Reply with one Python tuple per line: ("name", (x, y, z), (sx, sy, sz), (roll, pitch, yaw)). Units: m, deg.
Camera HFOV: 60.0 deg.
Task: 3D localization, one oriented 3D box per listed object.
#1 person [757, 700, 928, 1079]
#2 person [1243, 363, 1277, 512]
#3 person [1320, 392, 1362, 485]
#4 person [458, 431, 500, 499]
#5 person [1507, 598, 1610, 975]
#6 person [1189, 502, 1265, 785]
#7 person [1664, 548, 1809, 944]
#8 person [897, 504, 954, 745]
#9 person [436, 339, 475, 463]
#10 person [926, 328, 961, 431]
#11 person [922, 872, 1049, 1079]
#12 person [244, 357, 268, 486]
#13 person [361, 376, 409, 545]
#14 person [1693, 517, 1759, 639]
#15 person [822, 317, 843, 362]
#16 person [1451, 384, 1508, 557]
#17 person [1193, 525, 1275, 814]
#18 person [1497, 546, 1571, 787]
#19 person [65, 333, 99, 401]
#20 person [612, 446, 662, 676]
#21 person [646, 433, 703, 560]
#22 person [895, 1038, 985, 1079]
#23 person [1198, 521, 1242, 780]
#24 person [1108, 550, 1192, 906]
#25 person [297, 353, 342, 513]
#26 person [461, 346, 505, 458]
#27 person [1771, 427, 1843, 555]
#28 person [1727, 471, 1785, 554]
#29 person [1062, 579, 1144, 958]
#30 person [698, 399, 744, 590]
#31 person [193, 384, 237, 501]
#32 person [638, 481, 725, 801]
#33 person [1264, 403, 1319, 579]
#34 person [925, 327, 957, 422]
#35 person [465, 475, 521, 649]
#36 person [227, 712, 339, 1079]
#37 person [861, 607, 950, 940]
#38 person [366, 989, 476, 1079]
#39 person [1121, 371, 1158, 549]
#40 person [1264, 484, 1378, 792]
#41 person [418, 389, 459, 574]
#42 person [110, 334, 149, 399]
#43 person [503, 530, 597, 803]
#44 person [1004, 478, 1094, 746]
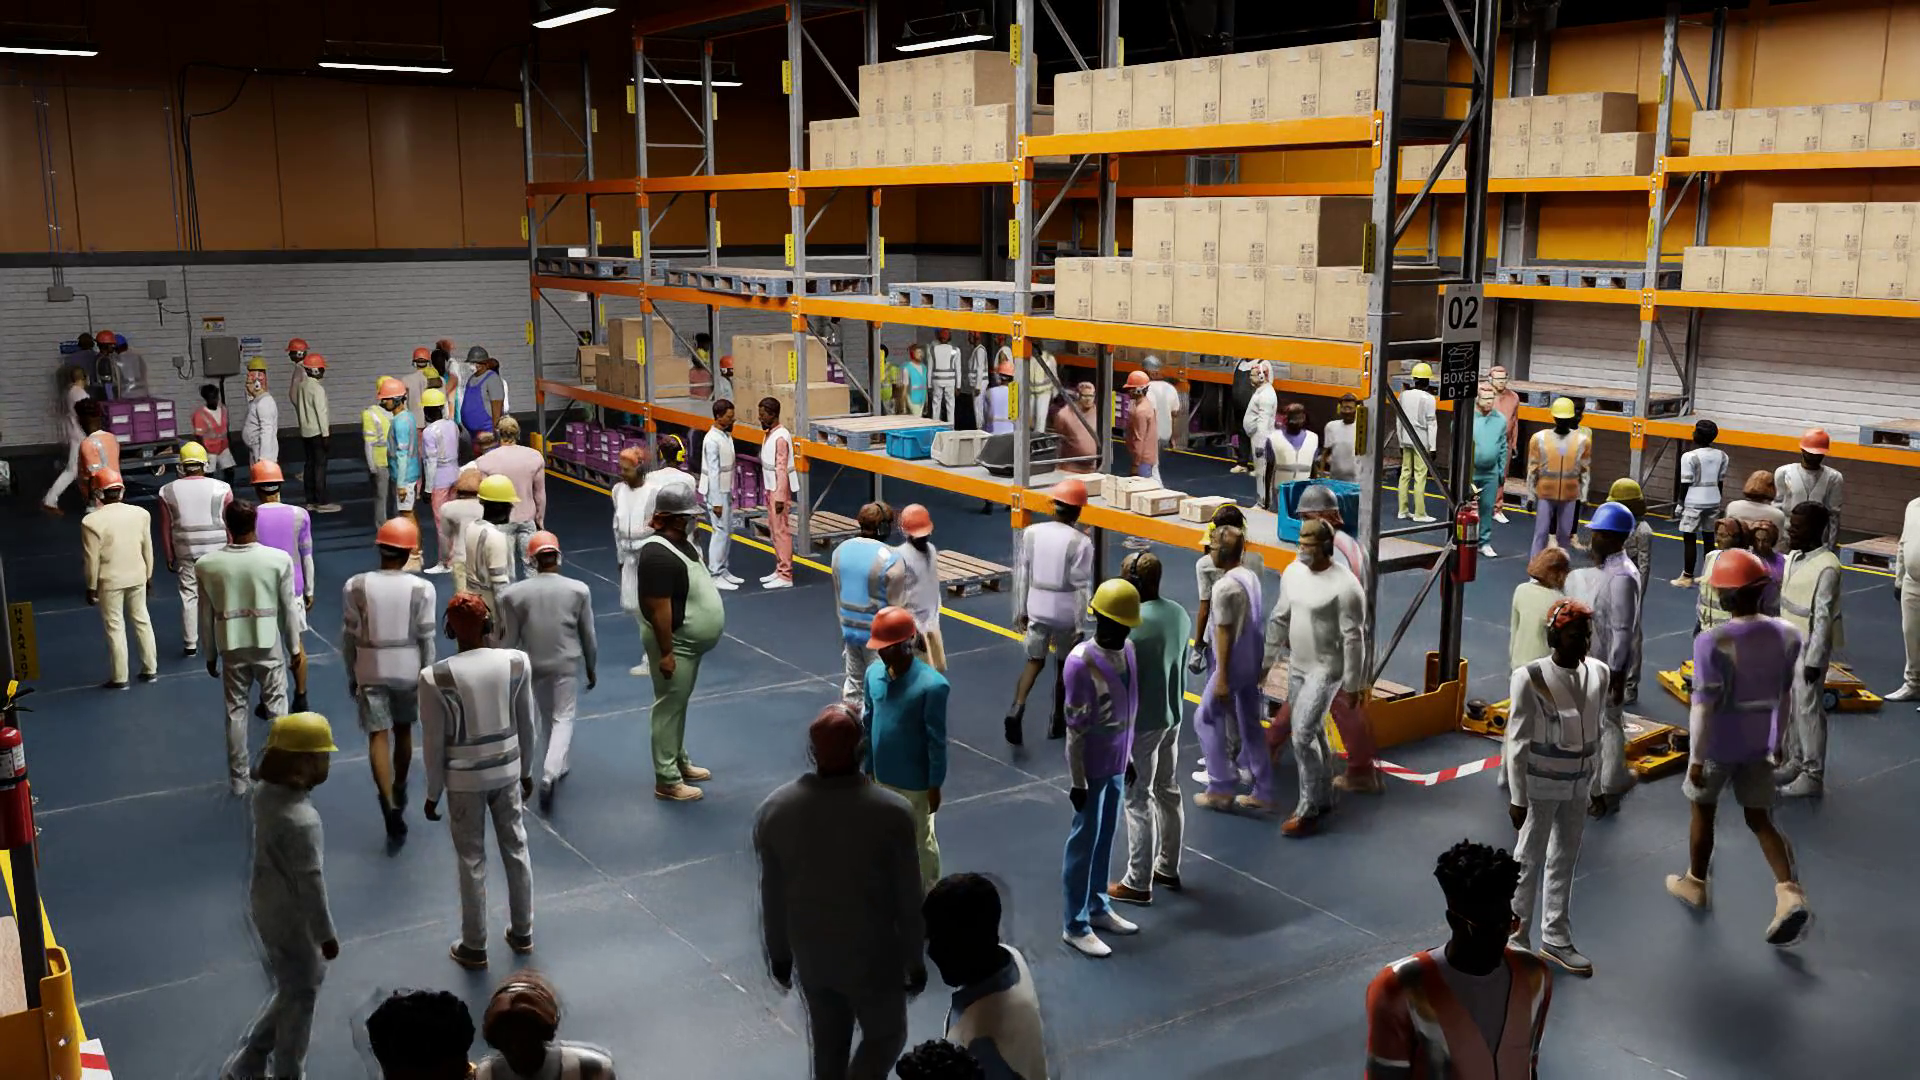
("person", (-0.454, 1.552, 6.303), (0.655, 1.887, 0.620), (4, 12, 21))
("person", (3.687, -1.227, 20.501), (0.399, 1.900, 0.644), (2, 11, 8))
("person", (4.072, -0.628, 17.513), (0.556, 1.872, 0.336), (5, 12, 26))
("person", (-4.320, -0.128, 15.181), (0.594, 1.793, 0.895), (-8, 14, -36))
("person", (2.896, 1.210, 8.064), (0.575, 1.883, 0.355), (-5, 12, -24))
("person", (1.725, 0.686, 10.792), (0.518, 1.865, 0.323), (-4, 12, -22))
("person", (4.038, 1.046, 8.568), (0.623, 2.018, 0.910), (-2, 11, -10))
("person", (-0.241, 0.583, 11.670), (0.415, 1.724, 0.596), (5, 12, 25))
("person", (-7.563, -2.079, 24.934), (0.590, 1.868, 0.582), (-6, 13, -30))
("person", (-0.266, -2.545, 27.295), (0.578, 1.881, 0.339), (1, 11, 5))
("person", (0.074, 1.846, 4.786), (0.482, 1.888, 0.610), (-1, 11, -3))
("person", (-9.627, -1.628, 22.888), (0.317, 1.769, 0.523), (0, 11, 2))
("person", (-6.396, -0.884, 18.671), (0.382, 1.924, 0.591), (9, 14, 38))
("person", (5.311, 0.647, 11.568), (0.311, 1.642, 0.513), (-3, 12, -17))
("person", (-2.474, -3.639, 32.706), (0.377, 1.958, 0.599), (6, 13, 29))
("person", (5.626, -0.740, 18.021), (0.642, 1.898, 0.398), (-2, 11, -10))
("person", (1.710, 0.813, 10.321), (0.619, 1.805, 0.525), (9, 14, 38))
("person", (3.705, 0.837, 10.655), (0.318, 1.623, 0.509), (-4, 12, -20))
("person", (-13.184, -2.177, 25.254), (0.627, 1.940, 0.370), (-2, 11, -9))
("person", (-2.542, 0.146, 13.552), (0.608, 1.866, 0.545), (6, 13, 28))
("person", (-2.418, 0.025, 14.162), (0.515, 1.873, 0.329), (4, 12, 21))
("person", (-0.036, 2.057, 4.207), (0.316, 1.695, 0.540), (-10, 15, -43))
("person", (1.726, 0.720, 10.970), (0.356, 1.737, 0.484), (-1, 11, -6))
("person", (1.007, 1.007, 8.995), (0.377, 1.931, 0.629), (9, 14, 40))
("person", (-8.055, -1.343, 20.843), (0.623, 1.992, 0.396), (11, 15, 43))
("person", (-6.208, -1.515, 21.605), (0.535, 2.000, 0.683), (-11, 15, -44))
("person", (7.197, -0.007, 14.193), (0.549, 1.925, 0.389), (4, 12, 20))
("person", (6.534, 0.234, 13.731), (0.306, 1.621, 0.504), (-8, 13, -34))
("person", (0.738, 1.127, 8.412), (0.398, 1.913, 0.590), (7, 13, 33))
("person", (-2.392, -0.452, 16.524), (0.391, 1.905, 0.599), (1, 11, 4))
("person", (-9.175, -1.098, 20.450), (0.661, 1.646, 0.554), (6, 12, 27))
("person", (-1.773, 0.625, 10.654), (0.535, 2.000, 0.684), (0, 11, 1))
("person", (3.353, -0.504, 16.998), (0.571, 1.829, 0.643), (-2, 11, -12))
("person", (-0.315, -2.727, 28.085), (0.623, 1.930, 0.530), (-5, 12, -24))
("person", (-3.248, 0.492, 11.656), (0.401, 1.916, 0.614), (-7, 13, -31))
("person", (-2.711, 1.540, 6.798), (0.430, 1.709, 0.519), (-9, 14, -38))
("person", (-0.310, 1.189, 8.549), (0.576, 1.737, 0.354), (10, 15, 41))
("person", (-1.374, 1.983, 4.050), (1.012, 1.924, 0.618), (5, 12, 24))
("person", (2.006, -0.898, 18.595), (0.408, 1.987, 0.614), (3, 11, 14))
("person", (2.314, 0.585, 10.858), (1.062, 2.000, 0.688), (6, 13, 28))
("person", (-5.394, -0.608, 17.251), (0.360, 1.930, 0.587), (2, 11, 9))
("person", (-12.838, -2.247, 25.752), (0.927, 1.901, 0.661), (7, 13, 32))
("person", (-2.627, 0.805, 10.608), (0.599, 1.713, 0.764), (0, 11, 1))
("person", (0.629, 0.526, 11.538), (0.592, 1.902, 0.783), (6, 13, 28))
